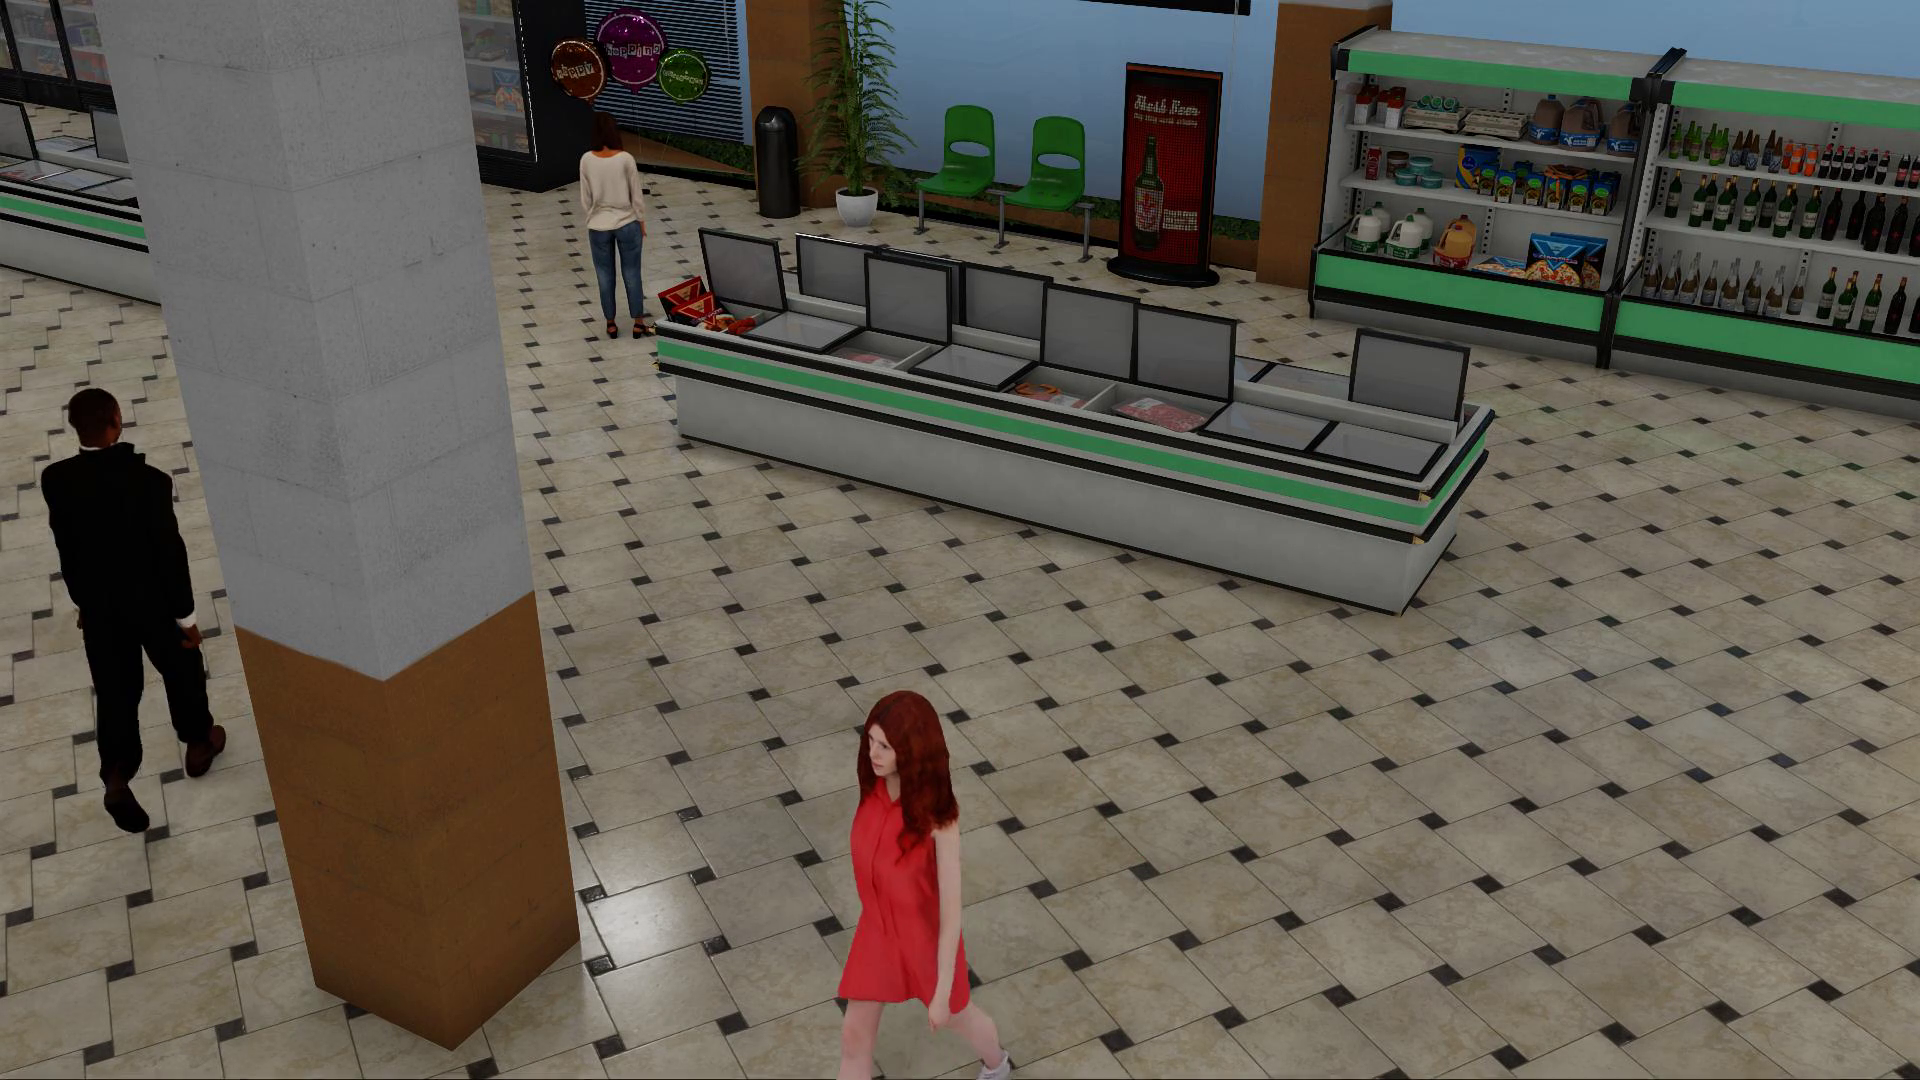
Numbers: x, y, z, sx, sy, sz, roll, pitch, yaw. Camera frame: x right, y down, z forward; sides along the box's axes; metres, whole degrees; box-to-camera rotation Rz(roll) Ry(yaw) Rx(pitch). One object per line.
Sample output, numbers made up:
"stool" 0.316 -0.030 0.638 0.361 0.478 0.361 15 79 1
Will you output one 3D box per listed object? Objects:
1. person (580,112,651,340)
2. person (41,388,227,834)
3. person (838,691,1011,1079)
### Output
"person" -2.545 -2.304 12.250 0.631 1.677 0.756 2 27 3
"person" -3.443 0.315 6.861 1.232 1.880 1.208 -3 27 -7
"person" -0.072 1.243 5.142 0.874 1.780 1.109 -24 35 -38
